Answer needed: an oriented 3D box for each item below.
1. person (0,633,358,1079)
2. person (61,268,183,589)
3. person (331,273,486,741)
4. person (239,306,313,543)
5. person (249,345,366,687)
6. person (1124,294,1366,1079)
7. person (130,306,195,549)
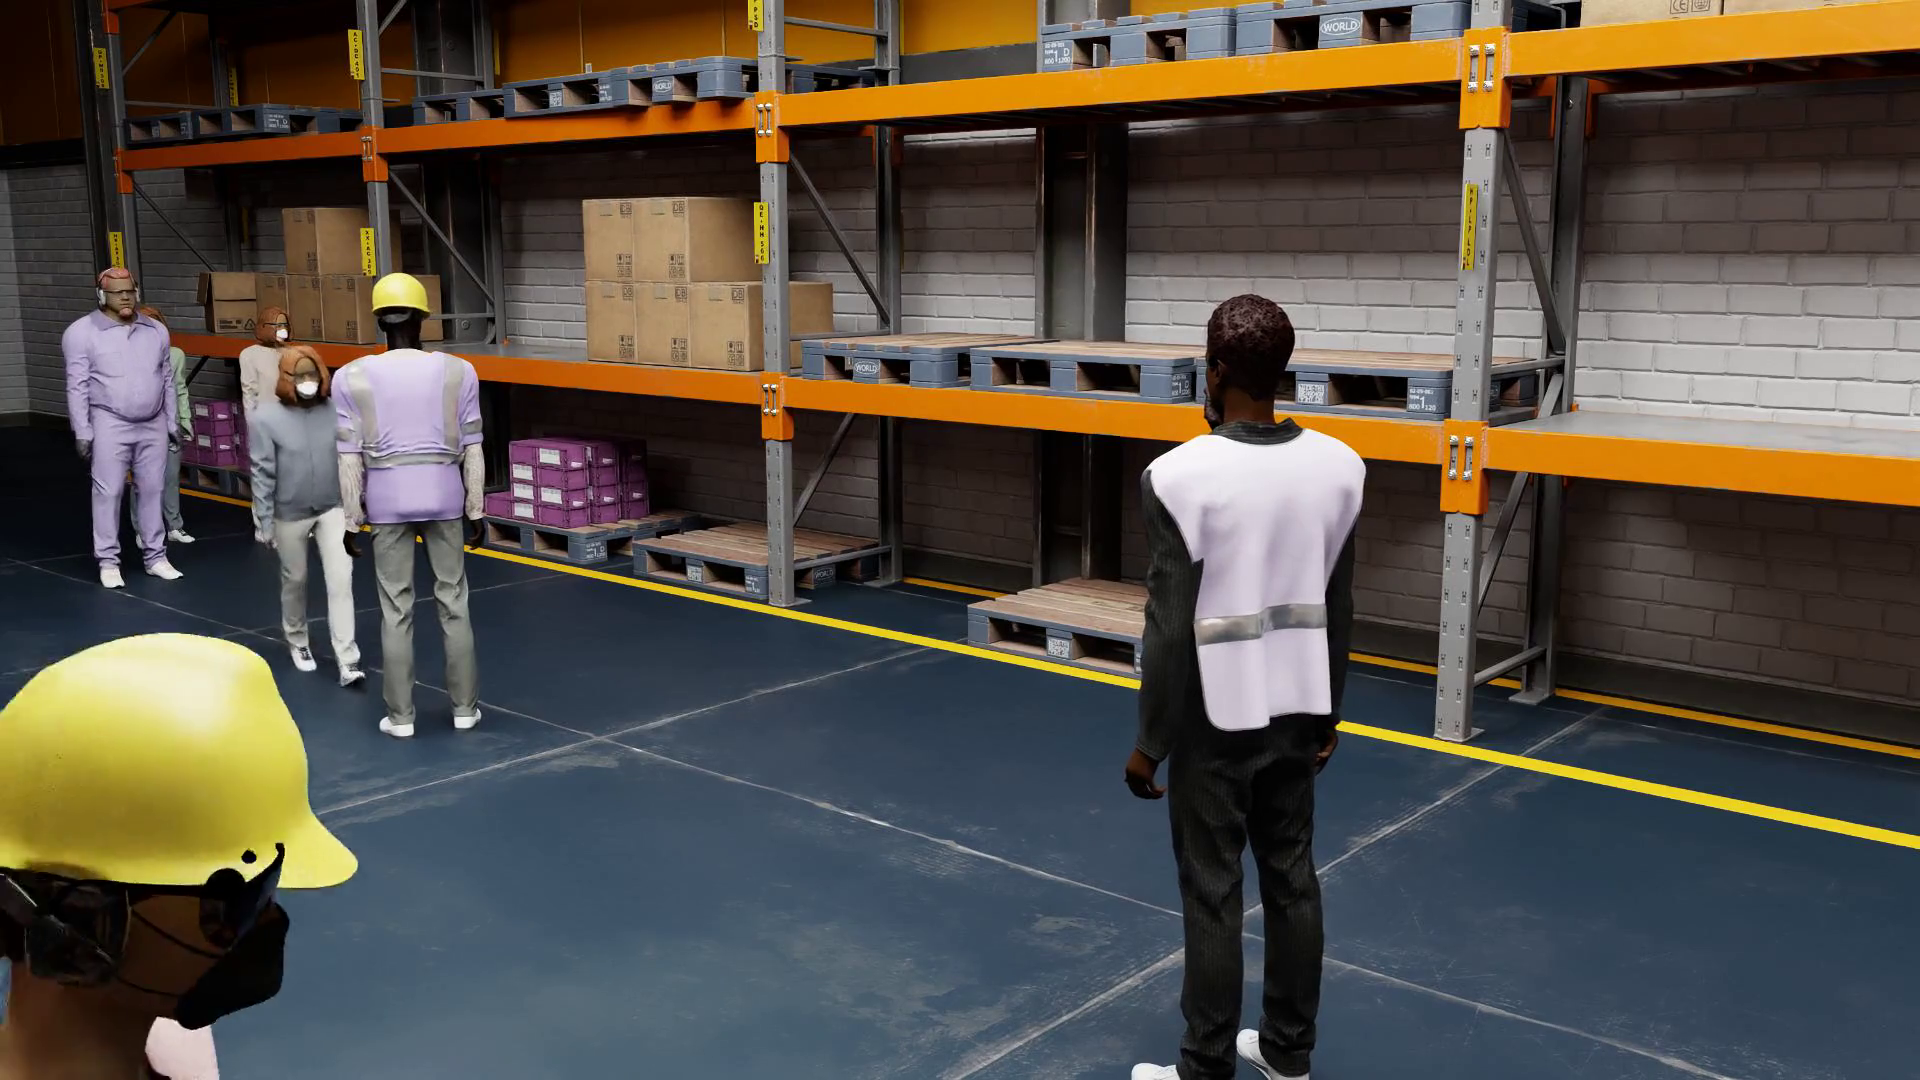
[{"bbox_3d":[-0.606,0.933,1.299,0.590,1.733,0.538,-2,10,-12],"label":"person"},{"bbox_3d":[-4.988,-0.672,9.988,0.403,1.906,0.652,7,12,36],"label":"person"},{"bbox_3d":[-2.257,-0.130,6.867,0.584,1.919,0.382,-4,11,-23],"label":"person"},{"bbox_3d":[-4.715,-0.794,11.494,0.271,1.629,0.501,7,12,34],"label":"person"},{"bbox_3d":[-3.008,-0.112,7.724,0.526,1.580,0.881,-7,12,-33],"label":"person"},{"bbox_3d":[0.658,0.402,3.841,0.594,1.919,0.388,-6,11,-29],"label":"person"},{"bbox_3d":[-5.465,-0.765,11.298,0.268,1.631,0.507,8,13,38],"label":"person"}]
